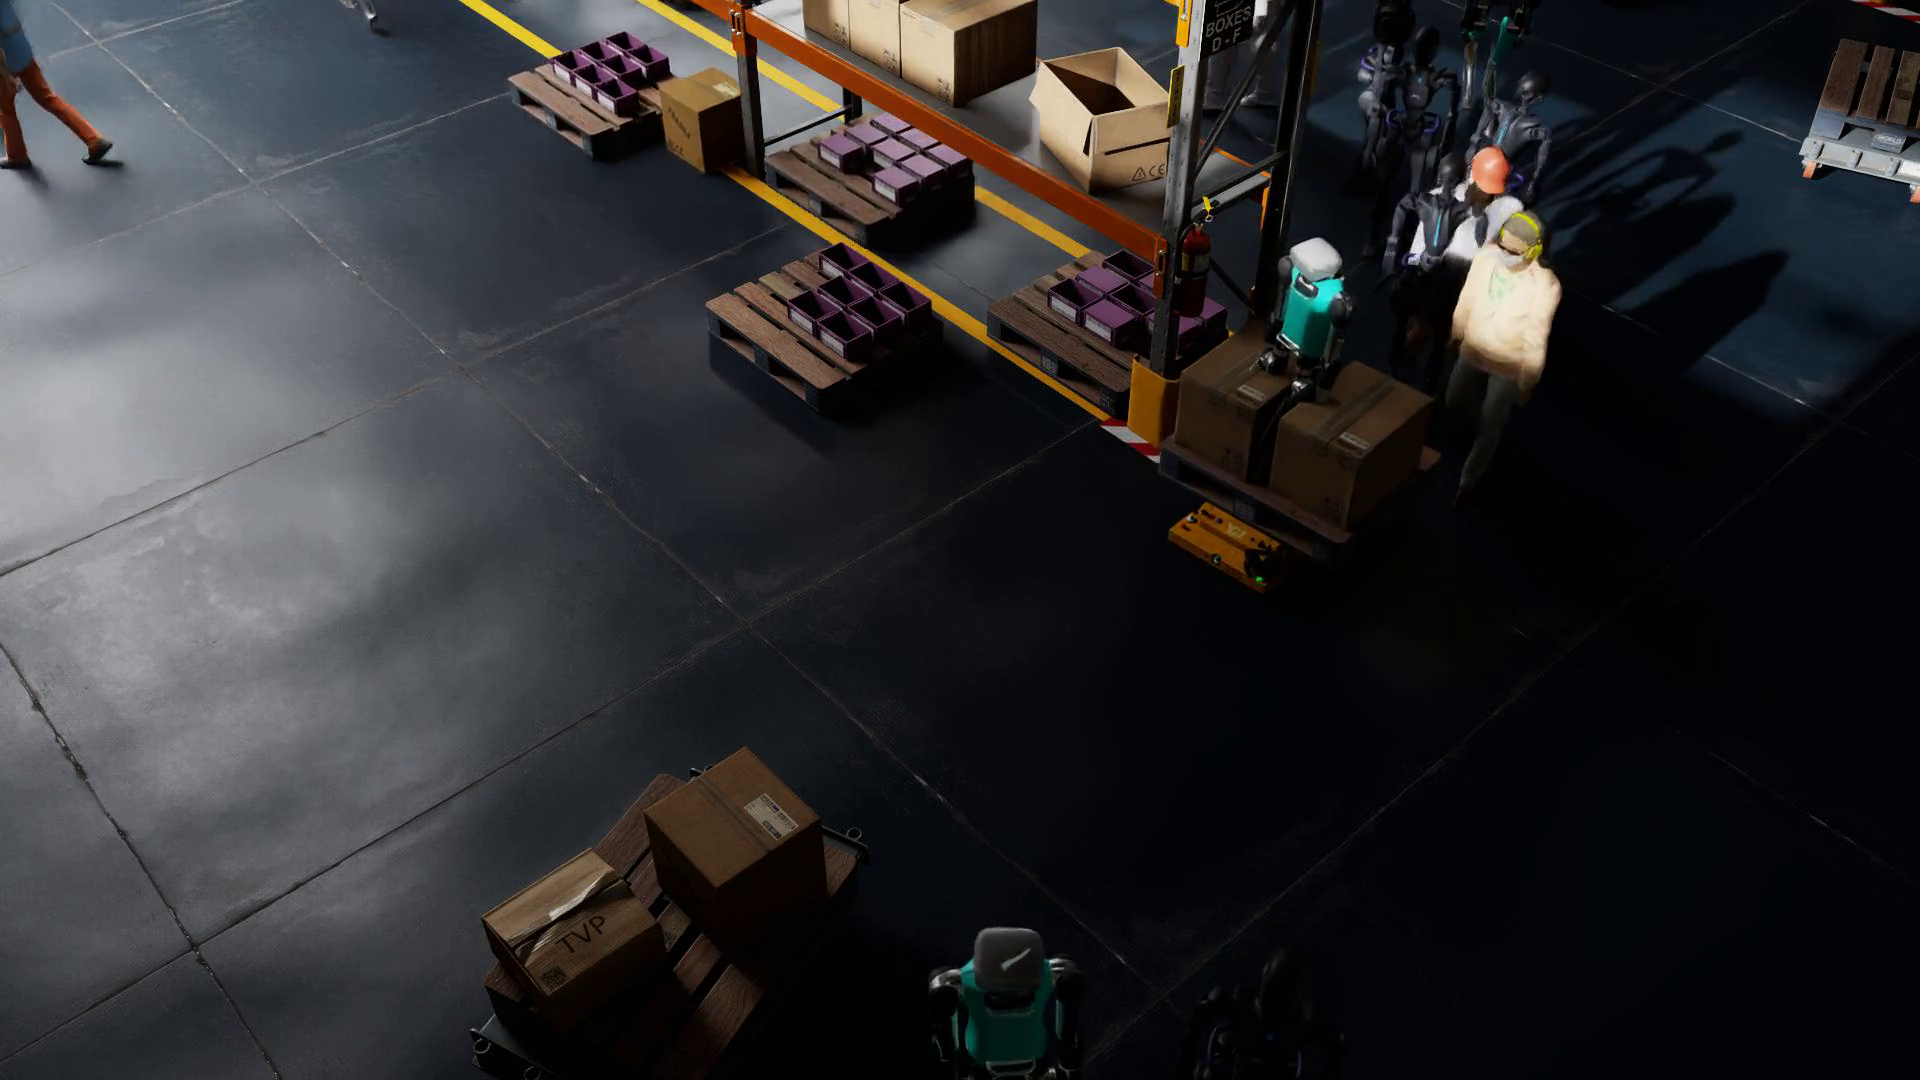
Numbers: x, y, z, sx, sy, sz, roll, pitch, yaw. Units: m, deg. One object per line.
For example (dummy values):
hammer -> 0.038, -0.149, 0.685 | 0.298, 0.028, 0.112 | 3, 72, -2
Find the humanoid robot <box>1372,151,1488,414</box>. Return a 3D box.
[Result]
humanoid robot -> 2.723, -1.488, 9.682 | 0.600, 1.651, 0.328 | 14, 44, 15

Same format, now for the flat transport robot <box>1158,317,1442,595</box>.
flat transport robot -> 1.874, -0.260, 9.378 | 0.659, 0.231, 1.431 | 32, 52, 30

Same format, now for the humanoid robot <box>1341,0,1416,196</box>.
humanoid robot -> 2.932, -3.168, 11.496 | 0.322, 1.653, 0.596 | 20, 46, 20

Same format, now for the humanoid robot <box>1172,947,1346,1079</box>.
humanoid robot -> 1.025, 1.977, 5.909 | 0.595, 1.643, 0.490 | 10, 44, 11

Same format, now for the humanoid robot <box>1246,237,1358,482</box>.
humanoid robot -> 1.621, -0.702, 8.846 | 0.678, 1.889, 0.545 | -22, 47, -22

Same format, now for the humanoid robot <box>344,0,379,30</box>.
humanoid robot -> -4.993, -4.982, 13.472 | 0.530, 1.776, 1.013 | -30, 51, -29

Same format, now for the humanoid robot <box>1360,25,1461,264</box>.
humanoid robot -> 2.935, -2.570, 10.848 | 0.589, 1.650, 0.323 | 12, 44, 12

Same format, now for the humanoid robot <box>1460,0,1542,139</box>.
humanoid robot -> 3.938, -3.855, 12.209 | 0.541, 1.759, 0.930 | 7, 43, 8

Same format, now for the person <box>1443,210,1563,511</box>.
person -> 2.963, -1.049, 9.078 | 0.602, 1.856, 0.643 | 34, 52, 31

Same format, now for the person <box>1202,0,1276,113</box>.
person -> 2.062, -4.056, 12.325 | 0.823, 1.872, 0.716 | 10, 43, 10

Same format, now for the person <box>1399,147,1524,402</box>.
person -> 2.893, -1.529, 9.674 | 0.565, 1.732, 0.387 | 4, 43, 4

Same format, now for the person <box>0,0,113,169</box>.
person -> -6.663, -3.409, 11.722 | 0.830, 1.733, 0.480 | 5, 43, 6

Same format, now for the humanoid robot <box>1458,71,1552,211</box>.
humanoid robot -> 3.355, -2.198, 10.476 | 0.636, 1.644, 0.617 | -24, 48, -24

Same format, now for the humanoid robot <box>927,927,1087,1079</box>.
humanoid robot -> 0.195, 2.159, 5.709 | 0.540, 1.829, 0.862 | -4, 43, -4
